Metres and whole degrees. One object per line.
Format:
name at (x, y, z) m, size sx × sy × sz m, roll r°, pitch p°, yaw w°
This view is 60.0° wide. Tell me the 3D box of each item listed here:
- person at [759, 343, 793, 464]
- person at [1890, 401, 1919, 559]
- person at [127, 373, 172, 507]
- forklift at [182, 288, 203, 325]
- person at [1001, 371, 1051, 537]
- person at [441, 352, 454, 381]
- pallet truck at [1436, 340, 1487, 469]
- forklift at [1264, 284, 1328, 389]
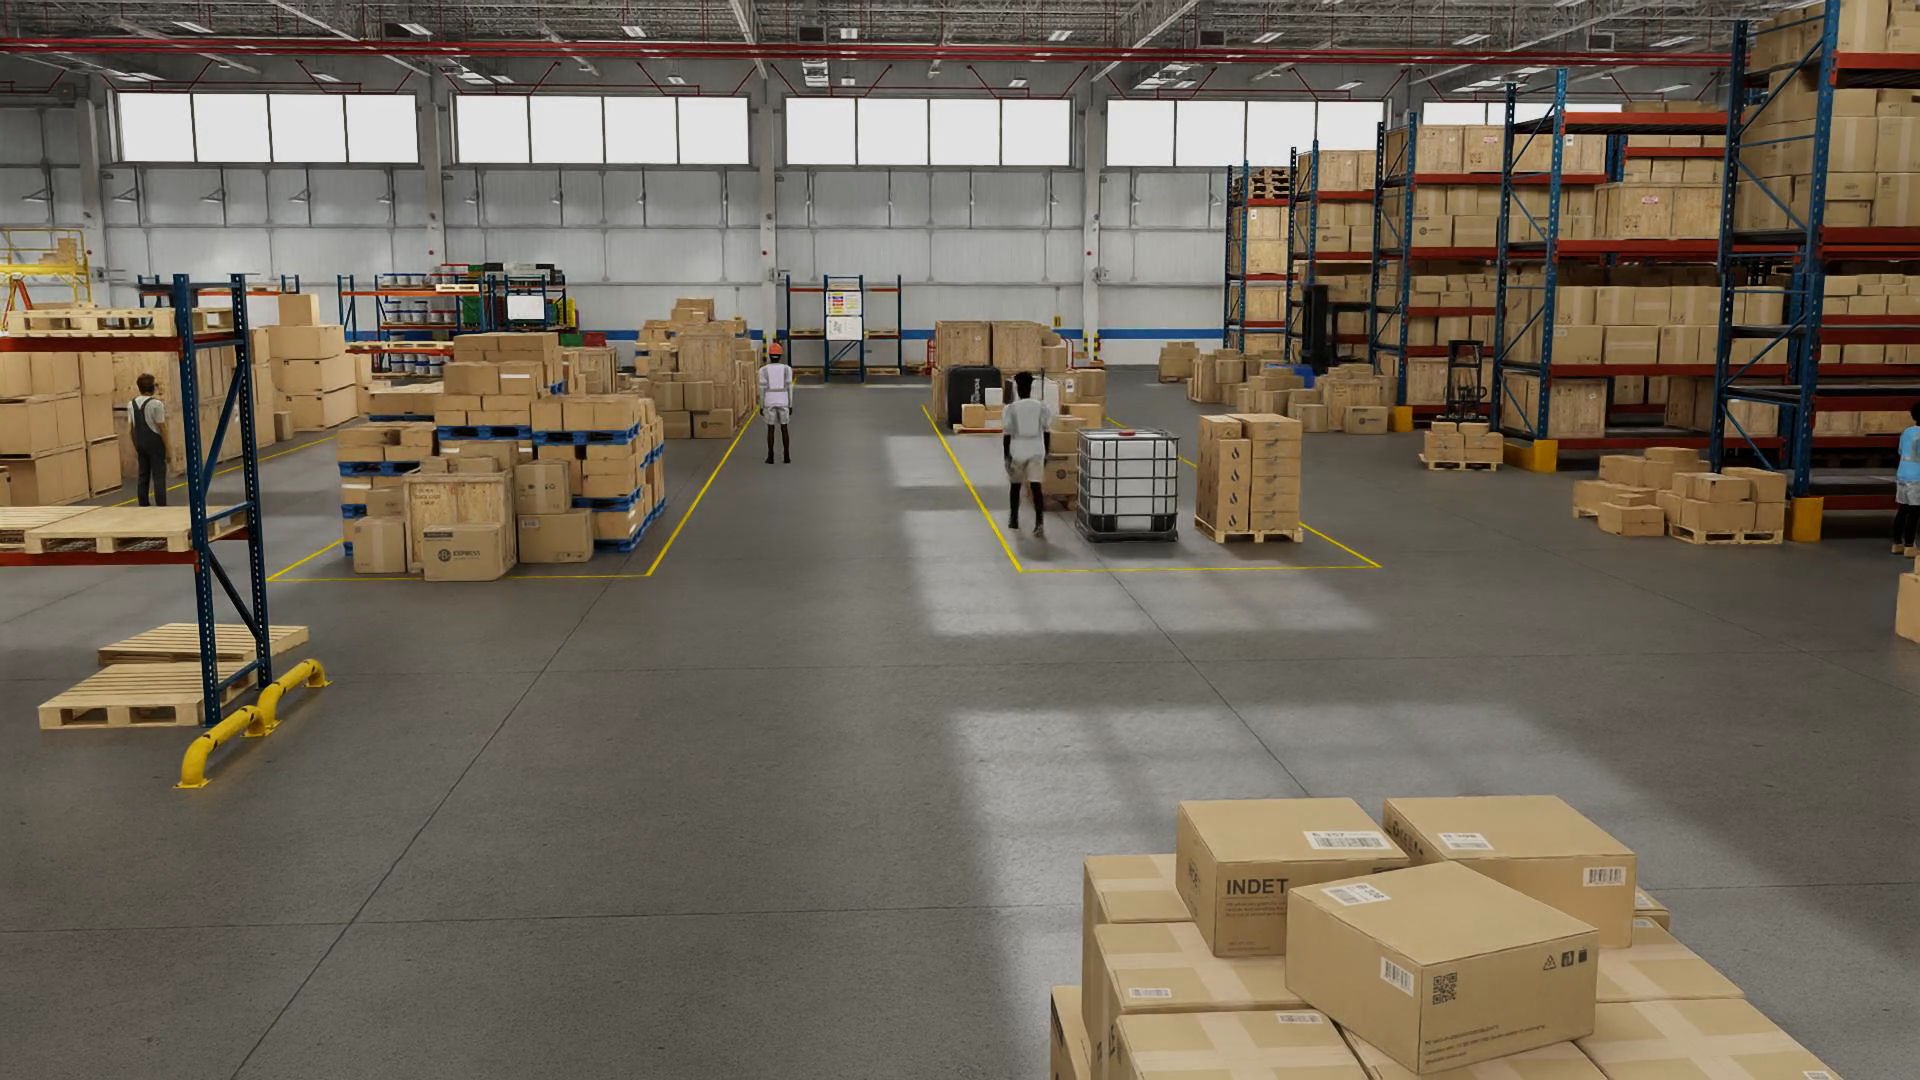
person at (-2.956, -2.189, 26.728) m, size 0.542 × 1.938 × 0.358 m, roll -2°, pitch 9°, yaw -12°
person at (10.224, -0.646, 17.791) m, size 0.317 × 1.695 × 0.540 m, roll 1°, pitch 9°, yaw 4°
person at (-9.782, -1.091, 20.123) m, size 0.508 × 1.846 × 0.345 m, roll 2°, pitch 9°, yaw 13°
forklift at (-17.373, -4.403, 37.680) m, size 1.873 × 2.768 × 1.129 m, roll -5°, pitch 10°, yaw -30°
person at (0.784, -1.003, 19.332) m, size 0.605 × 1.928 × 0.971 m, roll -1°, pitch 9°, yaw -7°
person at (-7.543, -1.922, 25.227) m, size 0.590 × 1.885 × 0.841 m, roll -1°, pitch 9°, yaw -4°
pallet truck at (8.004, -2.170, 26.422) m, size 0.823 × 1.965 × 1.885 m, roll 2°, pitch 9°, yaw 14°
forklift at (7.556, -4.085, 35.678) m, size 1.873 × 2.768 × 1.129 m, roll -1°, pitch 9°, yaw -4°
